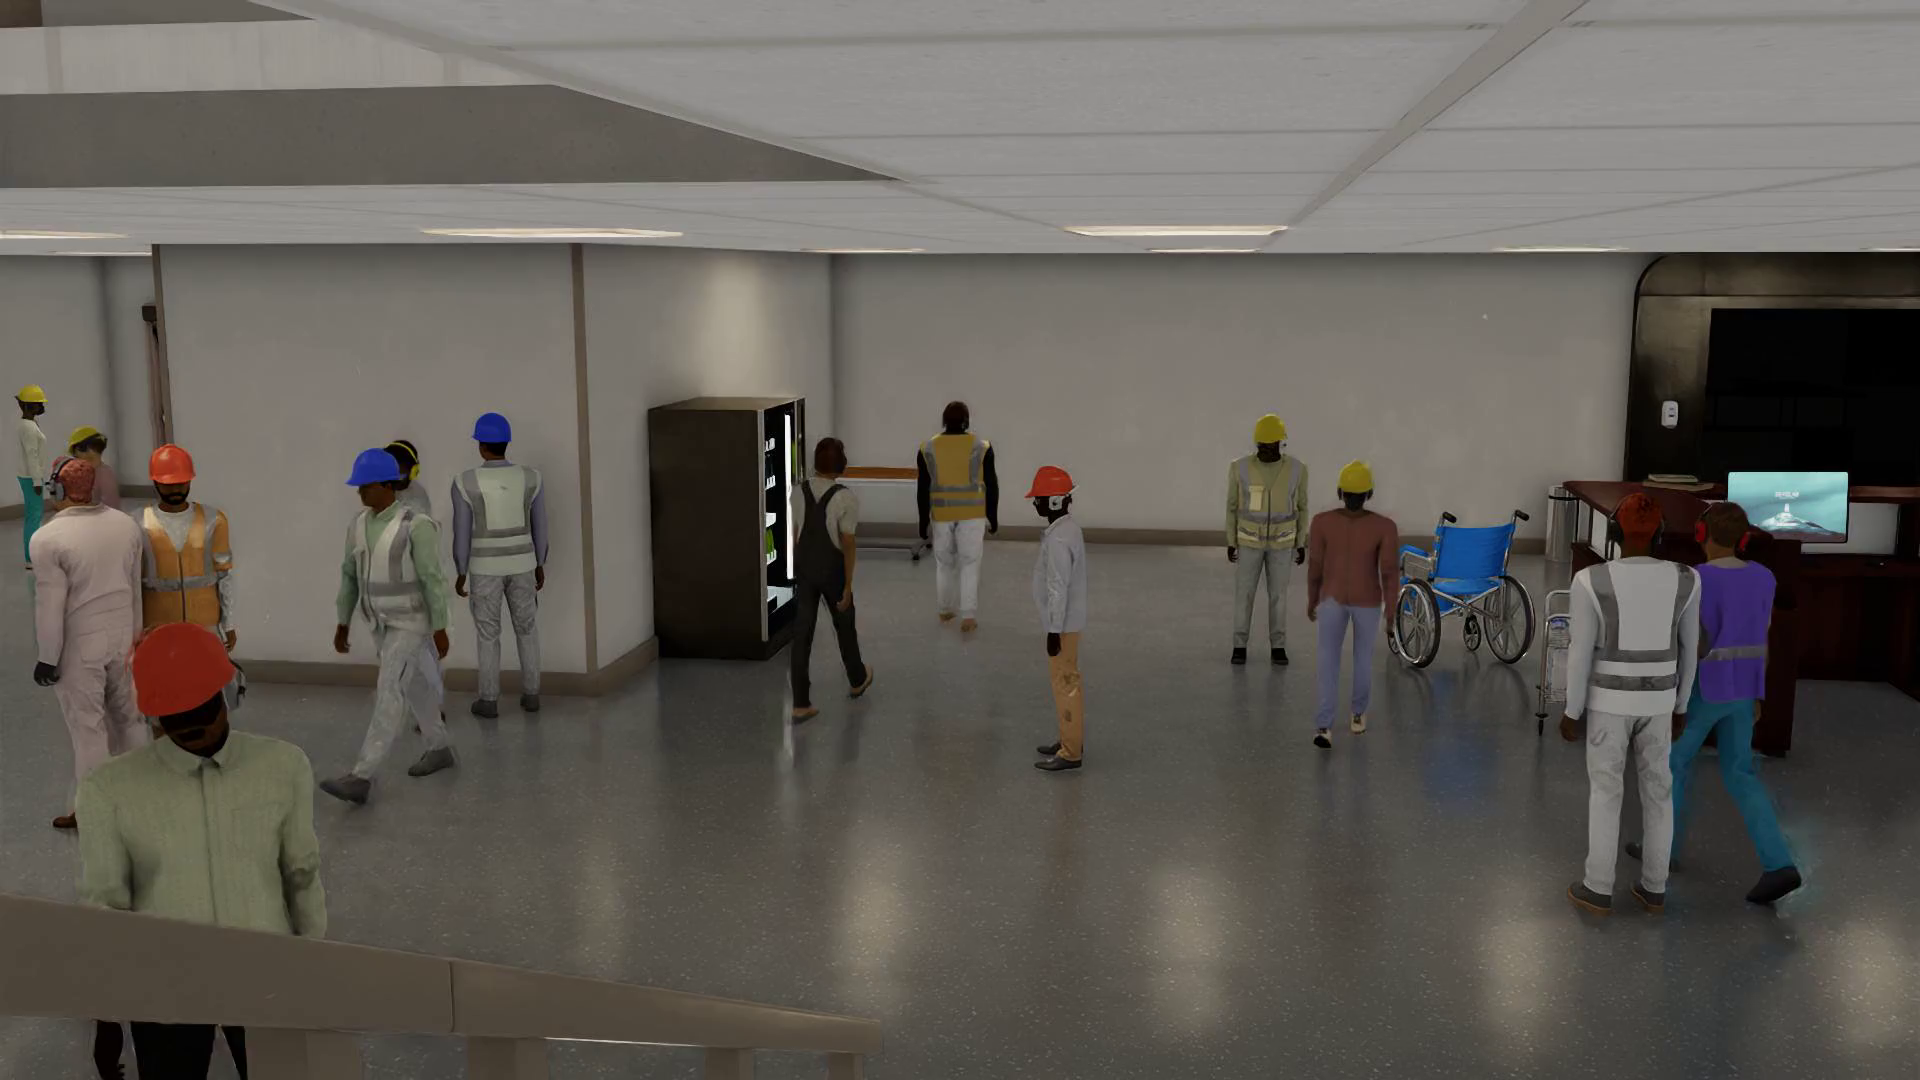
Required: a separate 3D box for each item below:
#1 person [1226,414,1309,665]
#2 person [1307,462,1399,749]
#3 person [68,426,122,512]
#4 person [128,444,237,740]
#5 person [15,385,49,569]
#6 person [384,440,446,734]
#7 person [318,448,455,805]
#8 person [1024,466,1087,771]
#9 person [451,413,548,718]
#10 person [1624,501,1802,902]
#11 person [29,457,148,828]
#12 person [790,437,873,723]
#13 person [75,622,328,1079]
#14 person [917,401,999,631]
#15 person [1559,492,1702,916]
[{"bbox_3d":[2.216,-0.001,12.019,0.591,1.824,0.404,1,9,6],"label":"person"},{"bbox_3d":[2.340,0.388,9.950,0.545,1.712,0.944,3,10,17],"label":"person"},{"bbox_3d":[-6.279,0.026,12.198,0.595,1.711,0.337,8,12,41],"label":"person"},{"bbox_3d":[-4.197,0.440,8.980,0.546,1.928,0.387,-6,11,-31],"label":"person"},{"bbox_3d":[-8.850,-0.601,15.927,0.335,1.757,0.519,-6,11,-33],"label":"person"},{"bbox_3d":[-3.418,0.267,10.371,0.347,1.832,0.695,-4,10,-23],"label":"person"},{"bbox_3d":[-3.142,0.445,9.049,0.653,1.887,1.022,6,11,31],"label":"person"},{"bbox_3d":[0.545,0.442,9.541,0.360,1.742,0.563,1,9,6],"label":"person"},{"bbox_3d":[-2.929,0.163,10.614,0.605,1.951,0.380,-6,11,-32],"label":"person"},{"bbox_3d":[3.504,0.722,7.627,0.595,1.796,0.920,-3,10,-20],"label":"person"},{"bbox_3d":[-4.482,0.523,8.526,0.399,1.909,0.642,3,10,18],"label":"person"},{"bbox_3d":[-0.848,0.229,10.739,0.510,1.782,1.008,3,10,18],"label":"person"},{"bbox_3d":[-2.041,1.157,4.488,0.645,1.960,0.853,-7,12,-38],"label":"person"},{"bbox_3d":[-0.012,-0.203,13.299,0.637,1.838,0.508,1,9,9],"label":"person"},{"bbox_3d":[2.947,0.727,7.344,0.574,1.883,0.361,0,9,-1],"label":"person"}]
